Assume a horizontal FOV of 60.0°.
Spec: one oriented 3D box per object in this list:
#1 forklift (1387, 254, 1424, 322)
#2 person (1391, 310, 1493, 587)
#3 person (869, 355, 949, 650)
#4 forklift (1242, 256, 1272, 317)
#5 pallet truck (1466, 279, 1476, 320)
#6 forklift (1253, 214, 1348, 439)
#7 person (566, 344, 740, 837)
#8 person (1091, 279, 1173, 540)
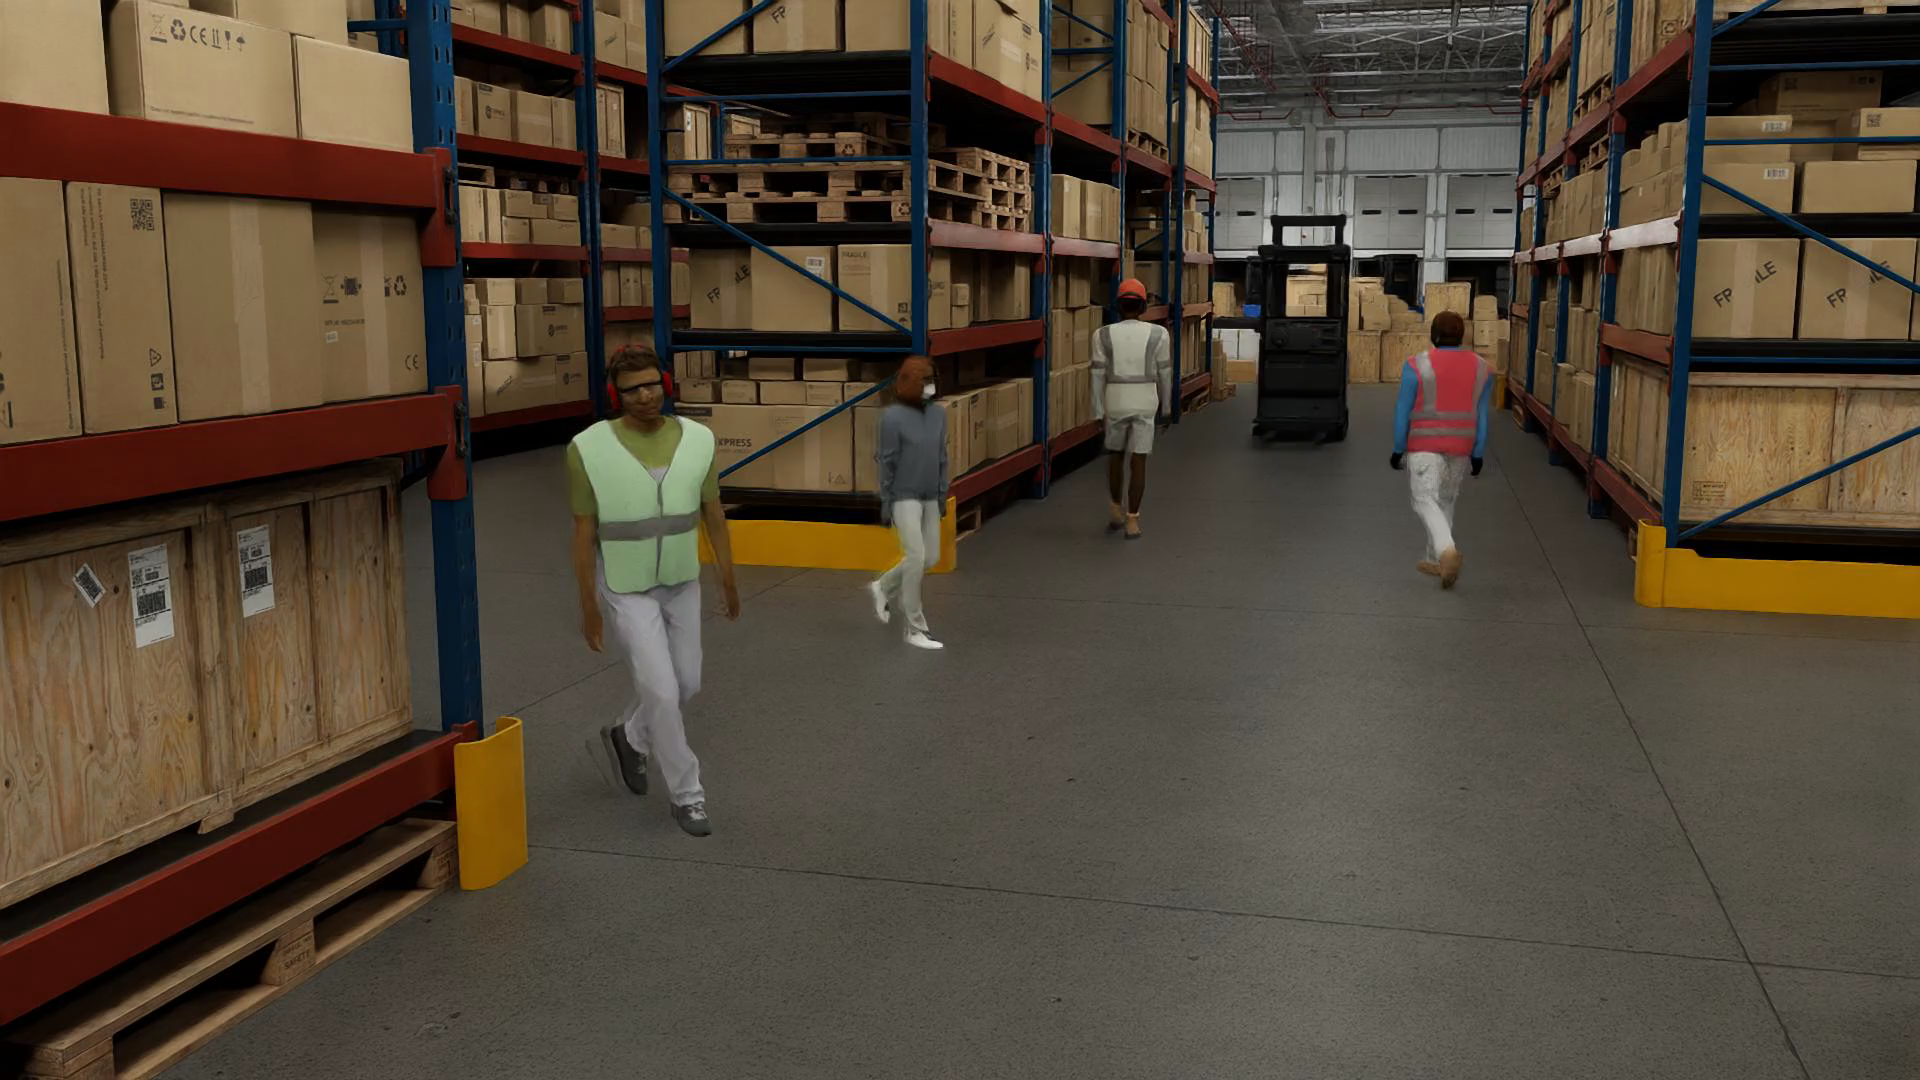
[{"bbox_3d":[14.644,-8.103,55.253,1.129,2.768,1.873,-2,9,-11],"label":"forklift"},{"bbox_3d":[3.206,-0.608,11.006,0.621,1.818,0.822,-2,9,-10],"label":"person"},{"bbox_3d":[-0.299,-0.223,9.221,0.607,1.618,0.505,8,12,41],"label":"person"},{"bbox_3d":[10.671,-8.733,59.252,1.129,2.768,1.873,2,9,15],"label":"forklift"},{"bbox_3d":[18.896,-8.459,60.307,1.885,1.965,0.823,5,10,31],"label":"pallet truck"},{"bbox_3d":[4.442,-2.771,21.379,1.129,2.768,1.873,2,9,15],"label":"forklift"},{"bbox_3d":[-1.177,0.168,6.157,0.660,1.796,0.716,-6,11,-34],"label":"person"},{"bbox_3d":[1.363,-1.036,13.099,0.620,2.005,0.850,2,9,12],"label":"person"}]
